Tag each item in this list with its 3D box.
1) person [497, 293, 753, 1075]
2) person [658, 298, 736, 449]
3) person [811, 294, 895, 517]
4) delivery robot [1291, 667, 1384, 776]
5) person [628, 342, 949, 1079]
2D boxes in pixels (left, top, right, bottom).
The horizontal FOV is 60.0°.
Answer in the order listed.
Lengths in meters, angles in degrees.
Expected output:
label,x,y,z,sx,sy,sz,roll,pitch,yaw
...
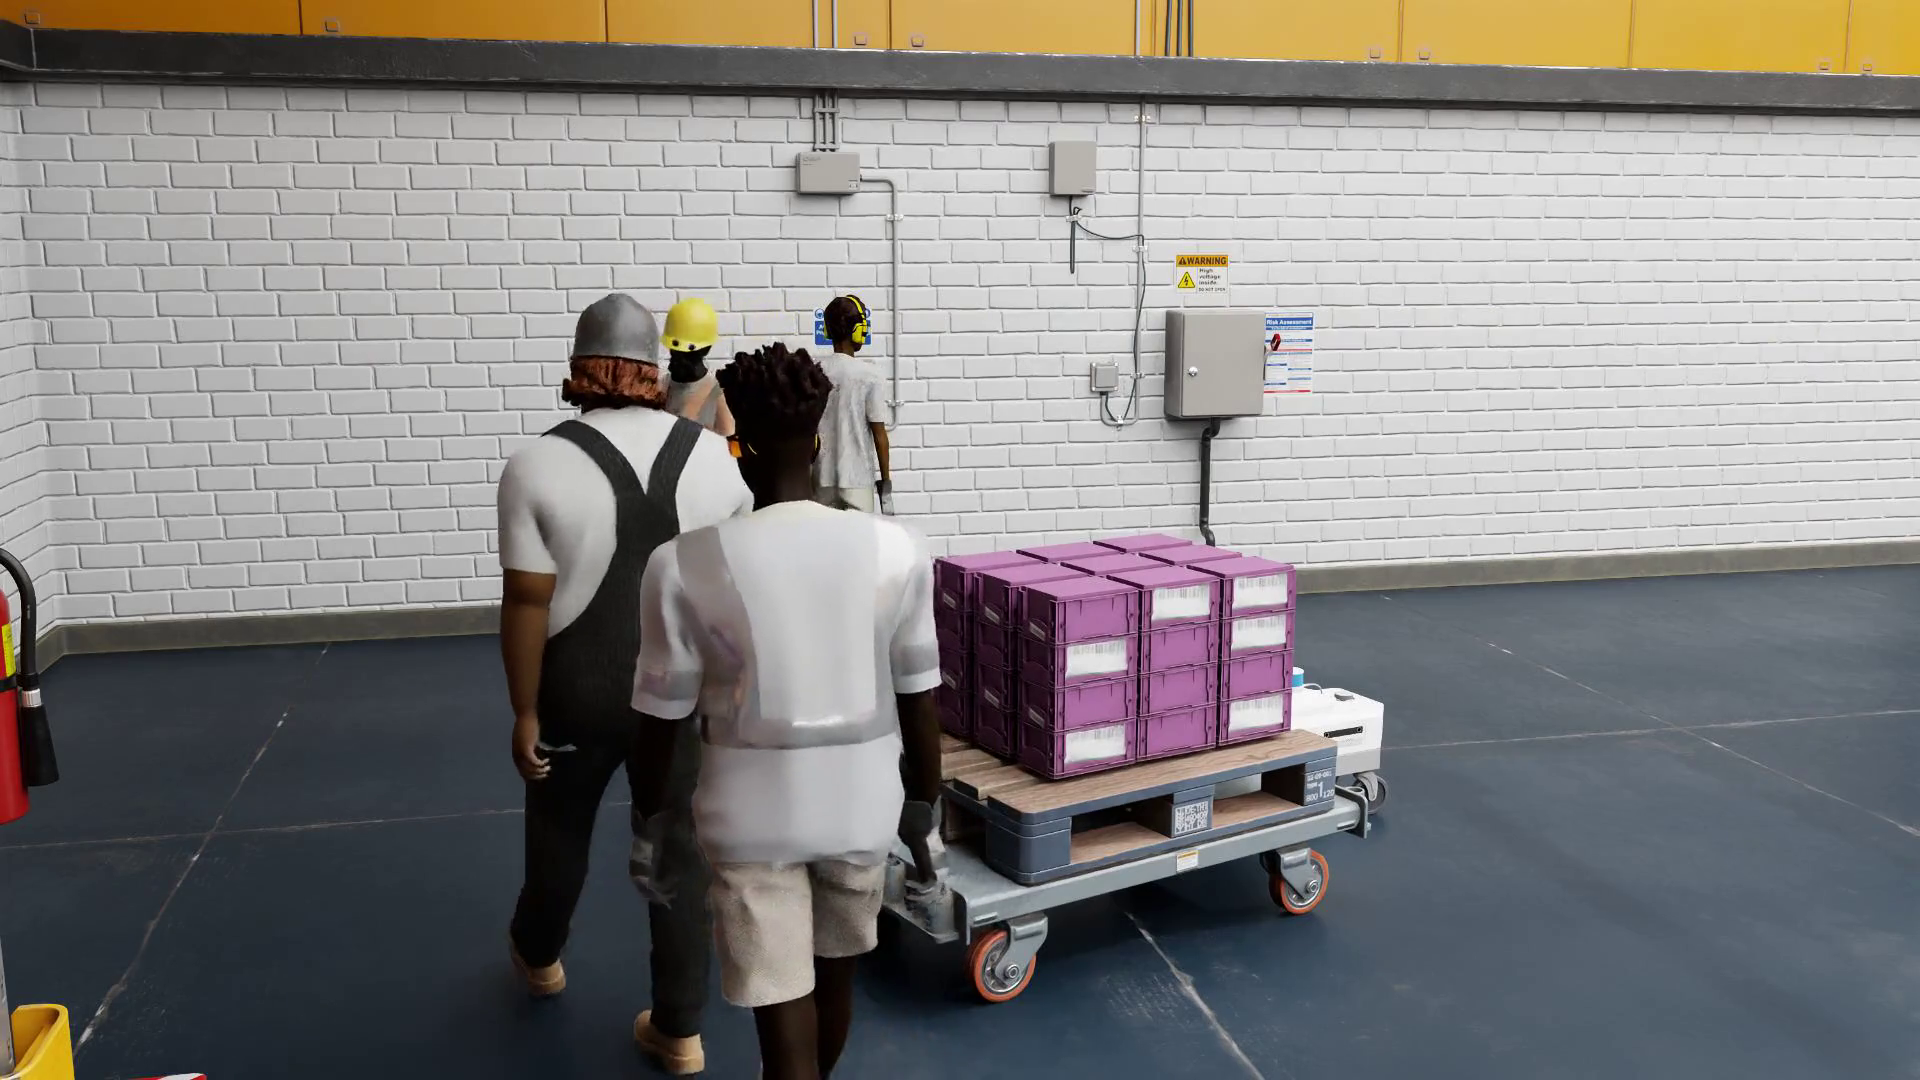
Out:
label,x,y,z,sx,sy,sz,roll,pitch,yaw
person,-0.929,0.320,4.457,0.694,2.000,1.000,-6,12,-29
person,-1.123,-0.082,7.113,0.458,1.888,0.626,-9,13,-40
person,-0.561,-0.249,8.099,0.535,1.863,0.309,4,11,23
delivery robot,1.212,0.712,6.143,0.707,0.478,0.477,-5,11,-27
person,-0.387,0.552,3.499,0.626,1.913,0.973,-5,11,-24
